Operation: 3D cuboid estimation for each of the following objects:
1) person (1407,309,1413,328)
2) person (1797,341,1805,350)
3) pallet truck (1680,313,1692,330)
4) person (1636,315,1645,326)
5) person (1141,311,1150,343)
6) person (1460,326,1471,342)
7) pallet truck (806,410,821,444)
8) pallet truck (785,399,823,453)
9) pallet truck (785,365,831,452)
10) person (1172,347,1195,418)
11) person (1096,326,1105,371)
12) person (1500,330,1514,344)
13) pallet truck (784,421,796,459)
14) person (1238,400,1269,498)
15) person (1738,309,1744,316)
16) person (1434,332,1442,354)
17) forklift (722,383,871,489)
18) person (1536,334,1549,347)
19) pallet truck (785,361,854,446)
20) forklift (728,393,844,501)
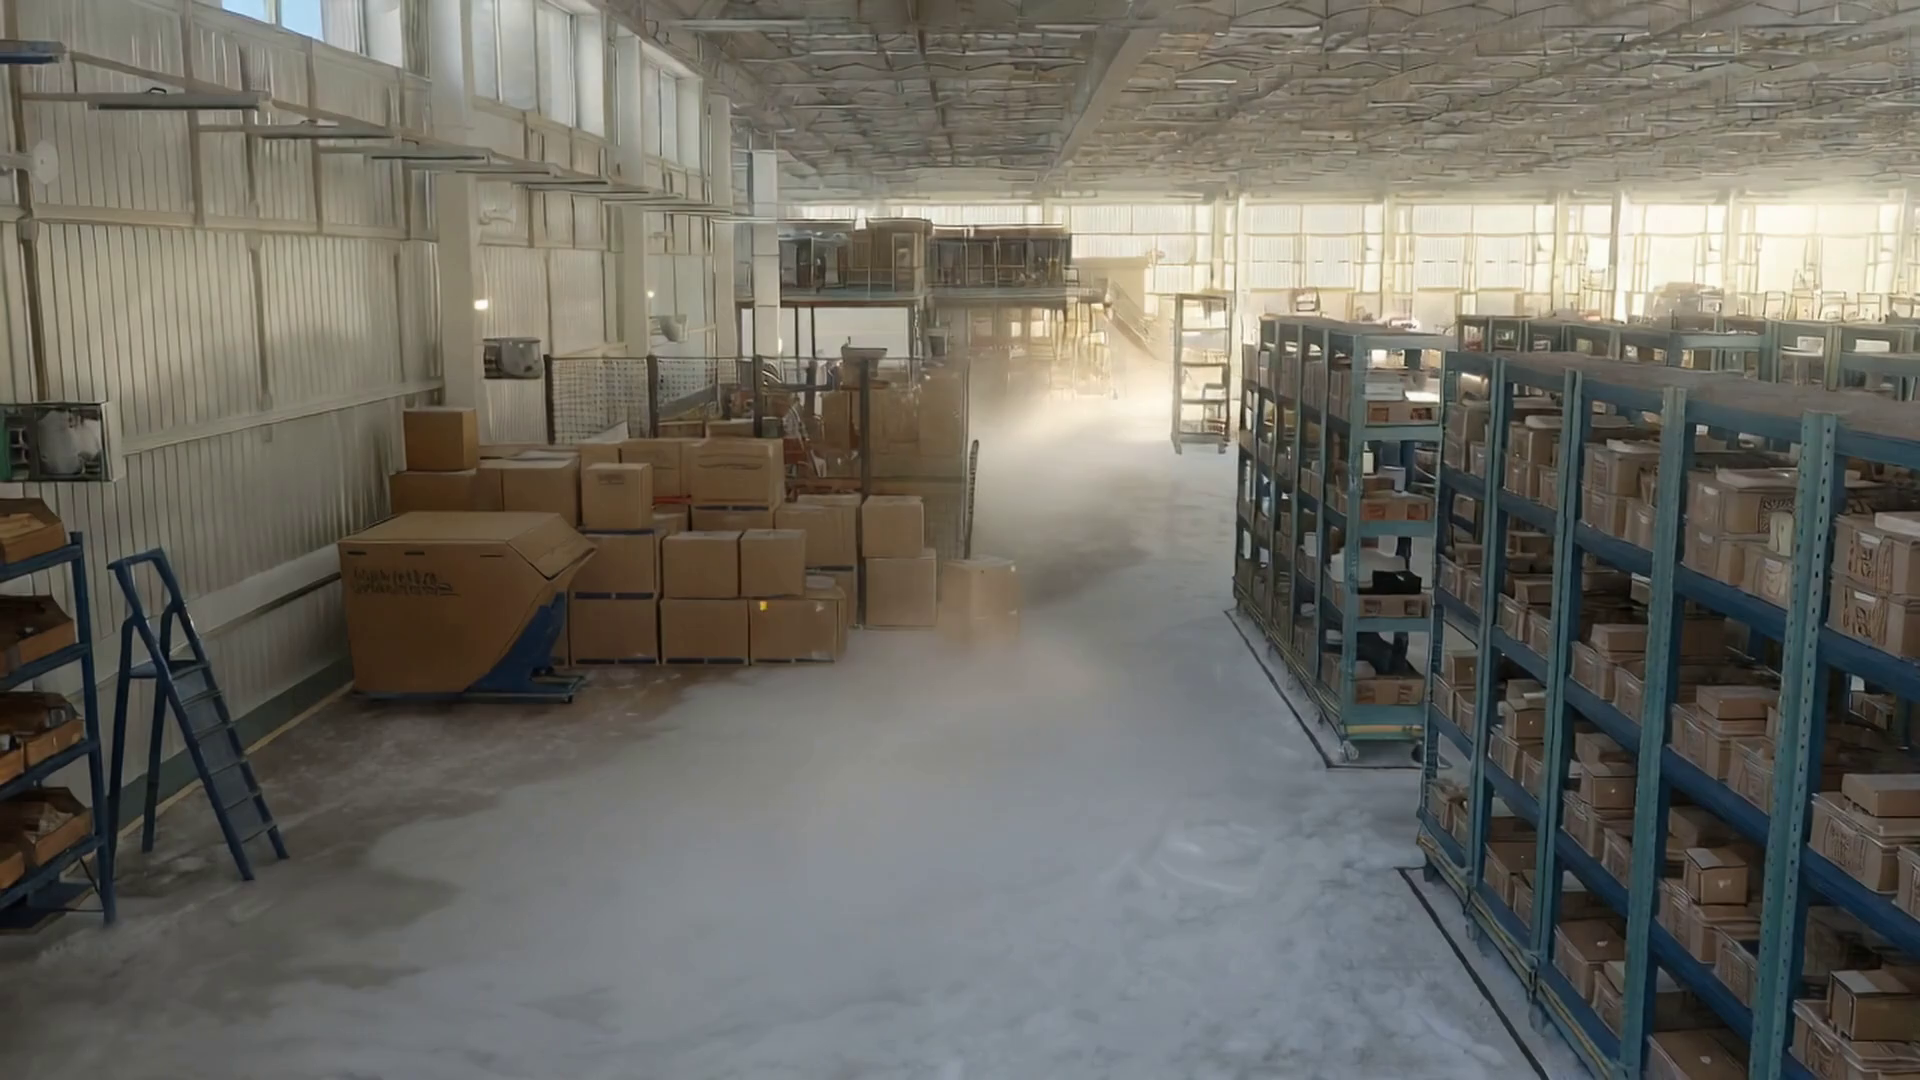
[{"bbox_3d":[25.589,-12.172,94.618,0.398,1.919,0.587,5,11,29],"label":"person"},{"bbox_3d":[27.547,-5.613,54.516,0.626,1.793,0.872,1,9,6],"label":"person"},{"bbox_3d":[36.315,-10.531,84.244,0.823,1.965,1.885,-6,11,-33],"label":"pallet truck"},{"bbox_3d":[35.067,-10.733,86.072,0.845,1.808,0.629,1,9,6],"label":"person"},{"bbox_3d":[10.468,-12.072,94.231,0.429,1.839,0.633,-7,12,-39],"label":"person"},{"bbox_3d":[23.754,-9.485,78.341,0.977,1.820,0.519,-5,11,-30],"label":"person"},{"bbox_3d":[-3.559,-2.018,33.905,1.522,1.261,0.704,0,9,-1],"label":"pallet truck"},{"bbox_3d":[-3.814,-2.432,36.419,1.630,1.274,0.653,0,9,1],"label":"pallet truck"},{"bbox_3d":[-3.774,-2.976,37.635,1.885,1.965,0.823,1,9,5],"label":"pallet truck"},{"bbox_3d":[6.275,-4.416,46.474,0.629,2.007,0.554,8,12,42],"label":"person"},{"bbox_3d":[5.752,-7.793,67.864,0.341,1.839,0.501,-3,10,-16],"label":"person"},{"bbox_3d":[20.371,-6.914,62.109,0.542,1.939,0.366,9,13,44],"label":"person"},{"bbox_3d":[-4.013,-1.793,32.705,1.601,1.201,0.680,0,9,1],"label":"pallet truck"},{"bbox_3d":[5.092,-1.476,28.681,0.639,1.904,0.402,-5,10,-27],"label":"person"},{"bbox_3d":[44.262,-12.132,94.306,0.553,1.934,0.364,-2,10,-15],"label":"person"},{"bbox_3d":[18.382,-7.166,64.259,0.579,1.754,0.532,3,10,18],"label":"person"},{"bbox_3d":[-2.893,-1.687,28.729,2.680,1.987,1.157,0,9,-1],"label":"forklift"},{"bbox_3d":[23.318,-7.634,66.664,0.443,1.904,0.593,-2,10,-14],"label":"person"},{"bbox_3d":[-3.410,-3.193,38.978,1.885,1.965,0.823,0,9,-1],"label":"pallet truck"},{"bbox_3d":[-2.979,-1.316,26.476,2.680,1.987,1.157,0,9,1],"label":"forklift"}]
